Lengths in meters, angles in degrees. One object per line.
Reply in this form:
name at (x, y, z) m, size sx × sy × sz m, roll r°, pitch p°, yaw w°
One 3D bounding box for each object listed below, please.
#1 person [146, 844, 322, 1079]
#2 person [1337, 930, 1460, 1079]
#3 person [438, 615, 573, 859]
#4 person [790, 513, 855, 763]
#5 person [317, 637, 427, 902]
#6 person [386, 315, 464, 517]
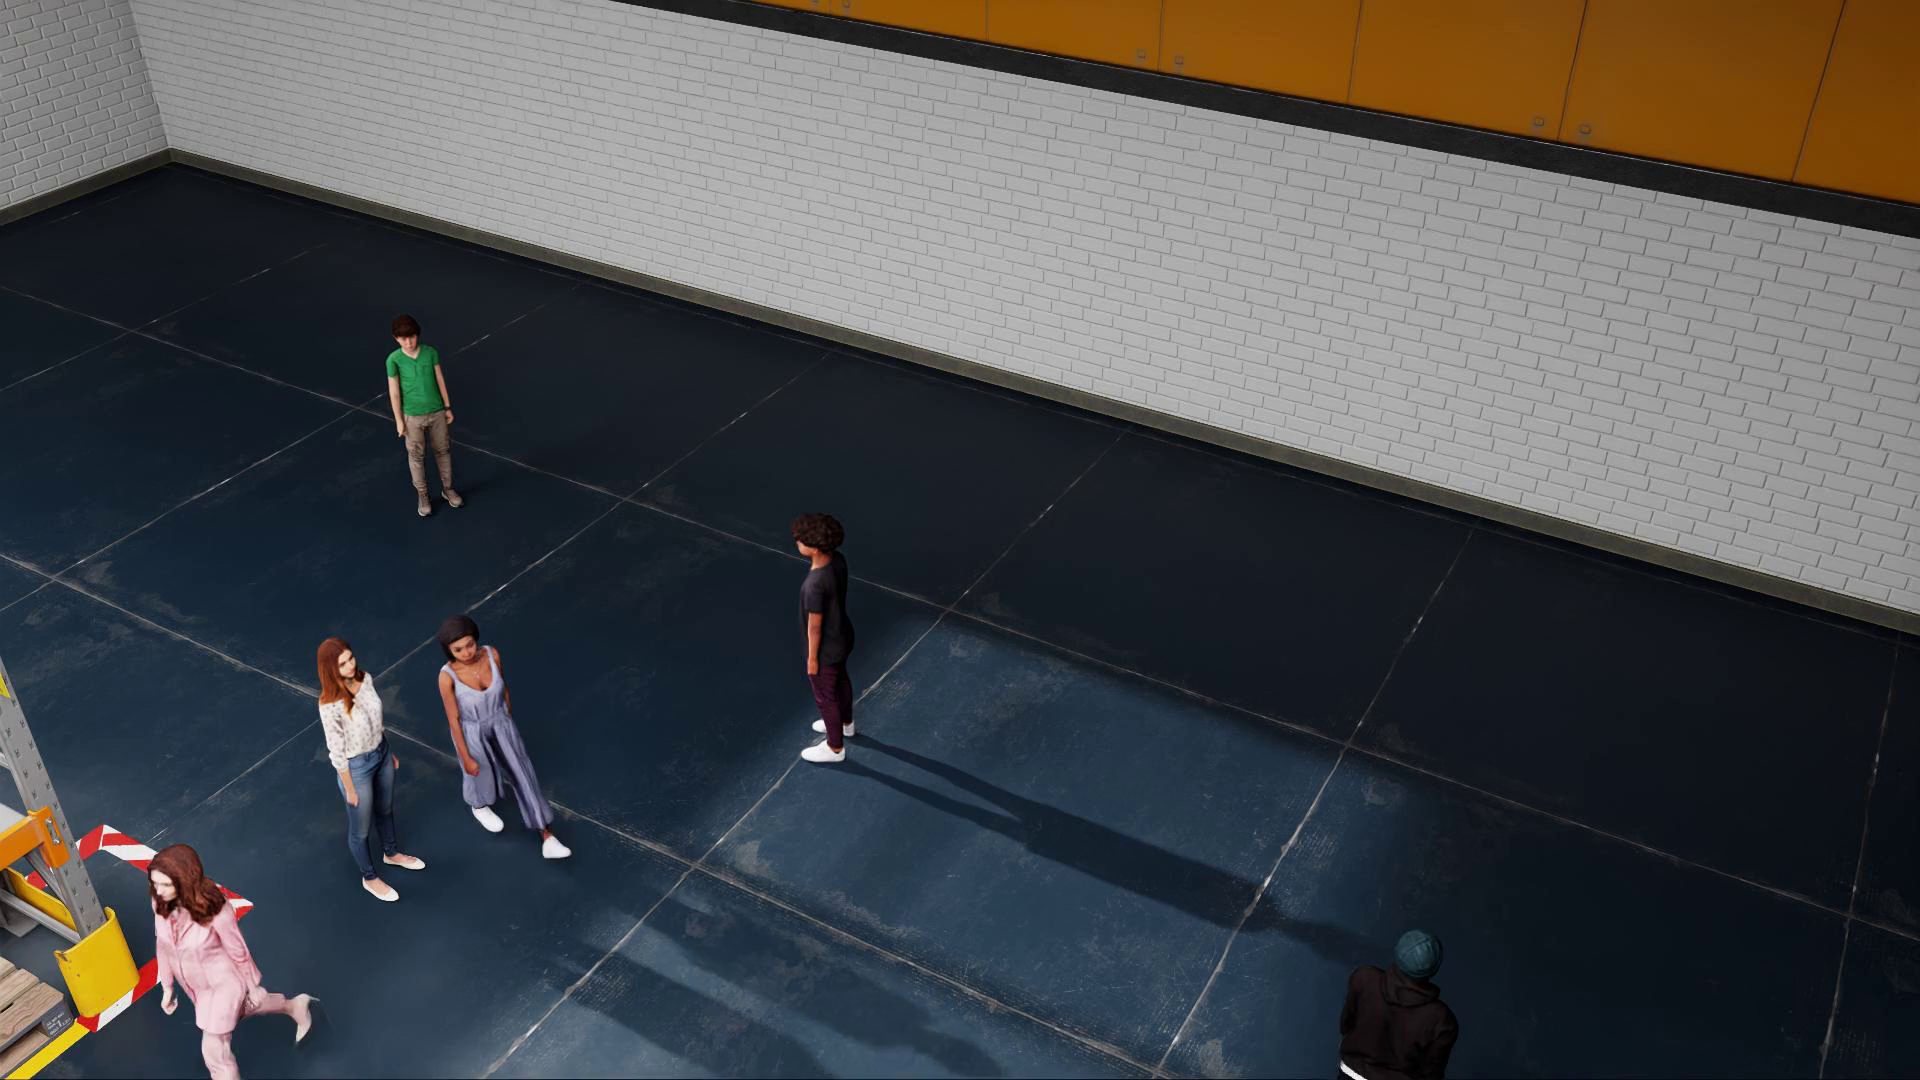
person at (-3.557, 2.088, 8.076) m, size 0.688 × 1.766 × 1.166 m, roll 14°, pitch 36°, yaw 19°
person at (1.869, 2.452, 7.517) m, size 0.666 × 1.777 × 1.143 m, roll 18°, pitch 38°, yaw 25°
person at (-2.812, 1.110, 9.653) m, size 0.841 × 1.648 × 1.096 m, roll 27°, pitch 42°, yaw 35°
person at (-0.821, 0.588, 10.320) m, size 0.728 × 1.779 × 0.597 m, roll 7°, pitch 34°, yaw 10°
person at (-3.361, 1.259, 9.356) m, size 0.661 × 1.728 × 0.487 m, roll 12°, pitch 36°, yaw 18°
person at (-4.137, -0.987, 12.806) m, size 0.617 × 1.651 × 0.732 m, roll -19°, pitch 38°, yaw -26°
